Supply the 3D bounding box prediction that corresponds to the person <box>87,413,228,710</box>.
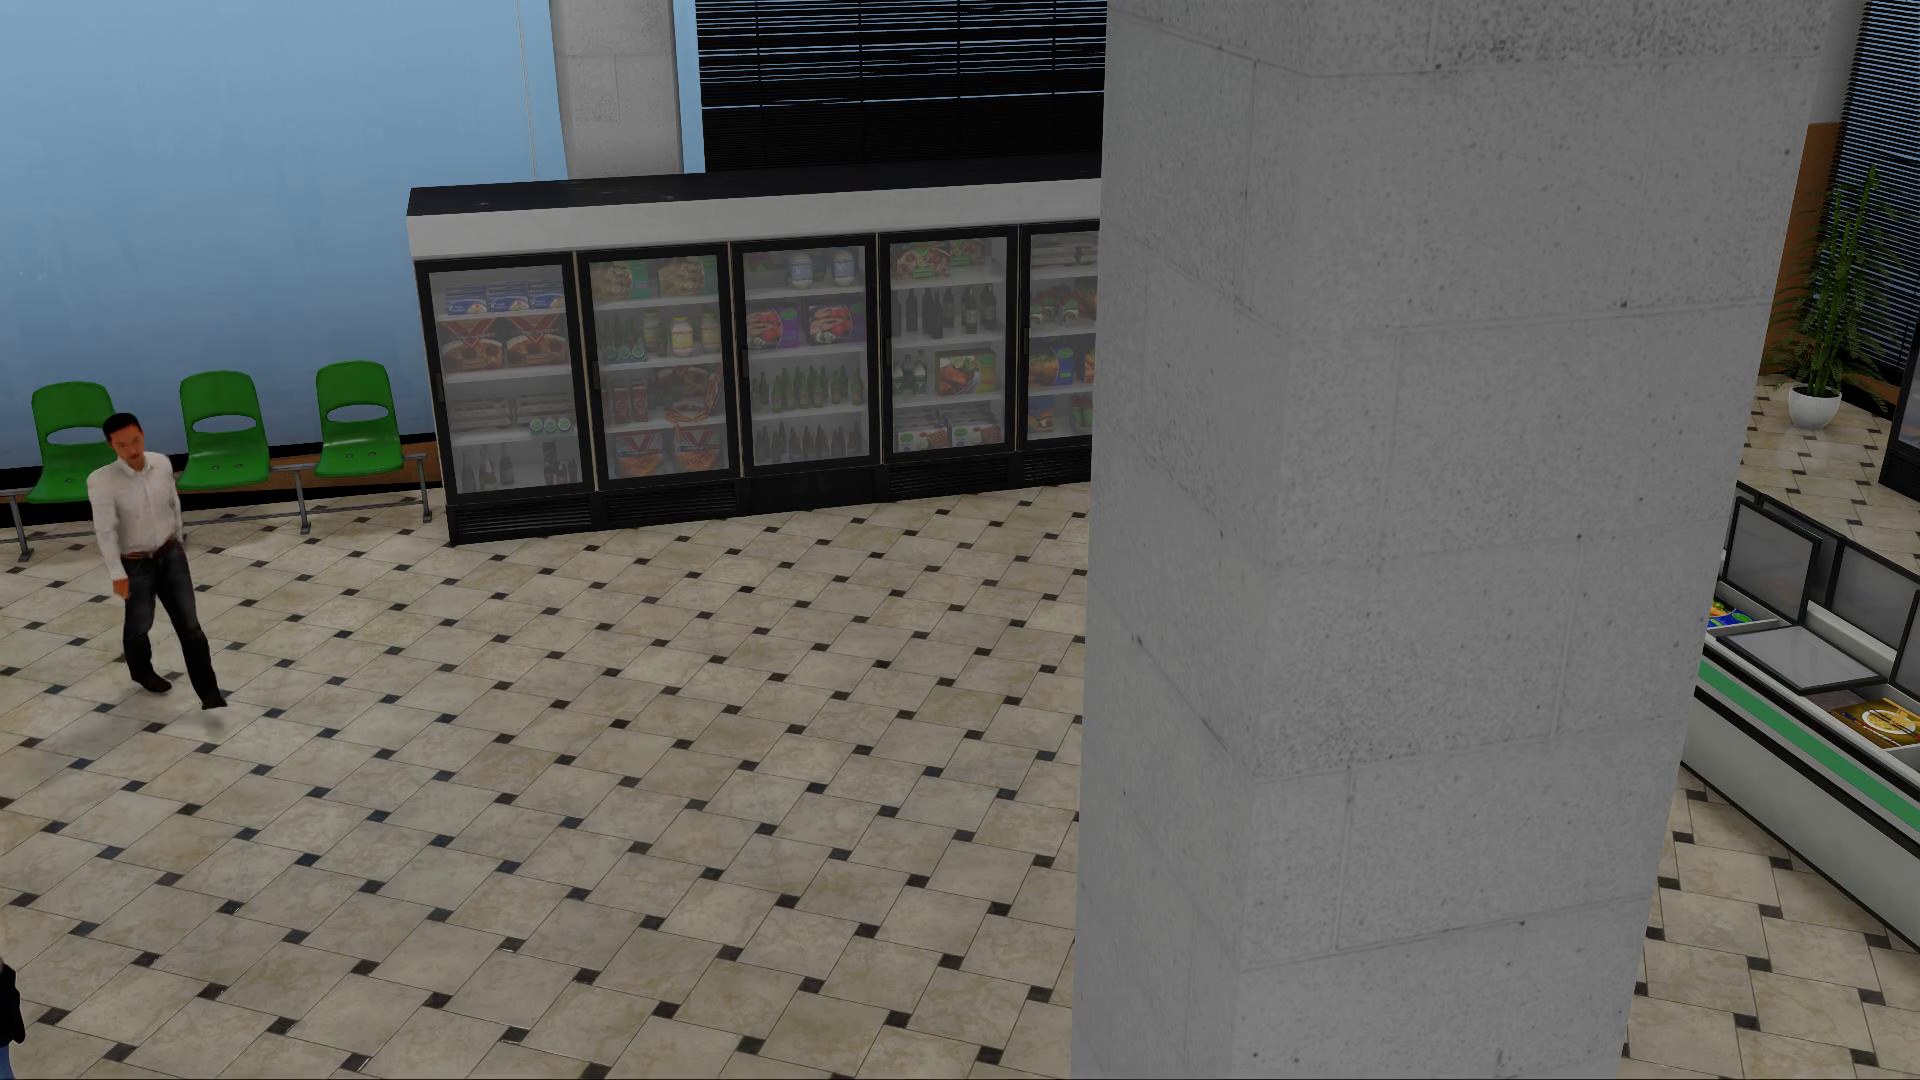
[{"bbox_3d":[-4.526,0.107,9.171,1.237,1.754,1.122,14,27,28],"label":"person"}]
